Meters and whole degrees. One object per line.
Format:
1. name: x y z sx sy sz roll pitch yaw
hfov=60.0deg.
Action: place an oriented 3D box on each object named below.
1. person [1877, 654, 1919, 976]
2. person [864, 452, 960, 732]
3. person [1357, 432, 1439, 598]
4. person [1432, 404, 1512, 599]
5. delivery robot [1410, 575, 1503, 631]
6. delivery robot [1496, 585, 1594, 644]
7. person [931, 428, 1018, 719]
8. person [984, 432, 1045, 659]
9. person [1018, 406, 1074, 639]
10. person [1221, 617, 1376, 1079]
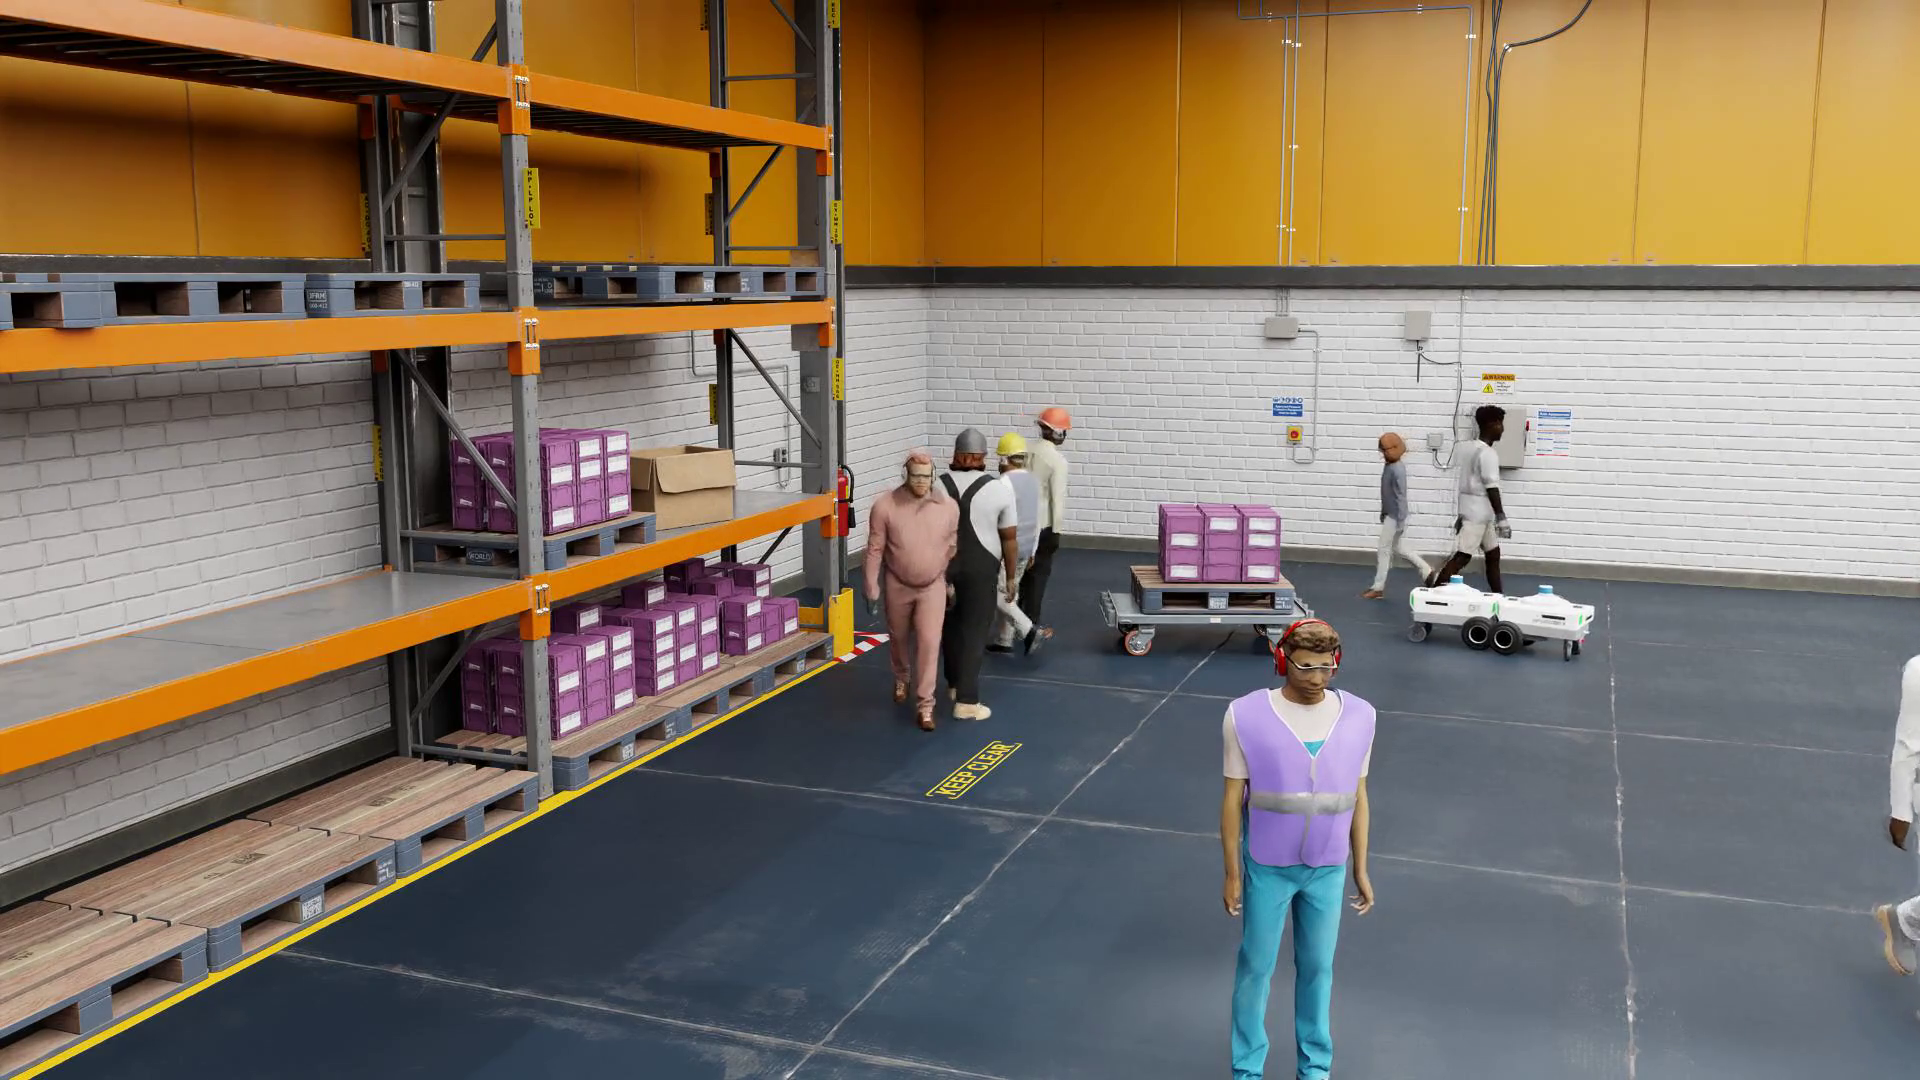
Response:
1. person: 3.999 1.044 6.736 0.584 1.868 0.704 -1 9 -6
2. person: -0.328 0.301 11.449 0.657 1.853 1.027 -1 9 -6
3. person: 4.117 -0.220 15.486 0.707 1.601 0.549 1 9 5
4. person: 4.517 -0.233 14.589 0.991 1.924 0.609 1 9 8
5. delivery robot: 4.084 0.535 13.713 0.707 0.478 0.477 5 10 26
6. delivery robot: 4.667 0.606 13.270 0.707 0.478 0.477 7 11 36
7. person: 0.037 0.185 11.557 0.698 2.000 0.868 3 9 17
8. person: 0.427 0.065 13.026 0.674 1.810 0.609 8 12 41
9. person: 0.686 -0.143 13.885 0.545 1.953 0.630 -6 11 -32
10. person: 1.206 1.173 5.986 0.562 1.838 0.390 -2 9 -10
